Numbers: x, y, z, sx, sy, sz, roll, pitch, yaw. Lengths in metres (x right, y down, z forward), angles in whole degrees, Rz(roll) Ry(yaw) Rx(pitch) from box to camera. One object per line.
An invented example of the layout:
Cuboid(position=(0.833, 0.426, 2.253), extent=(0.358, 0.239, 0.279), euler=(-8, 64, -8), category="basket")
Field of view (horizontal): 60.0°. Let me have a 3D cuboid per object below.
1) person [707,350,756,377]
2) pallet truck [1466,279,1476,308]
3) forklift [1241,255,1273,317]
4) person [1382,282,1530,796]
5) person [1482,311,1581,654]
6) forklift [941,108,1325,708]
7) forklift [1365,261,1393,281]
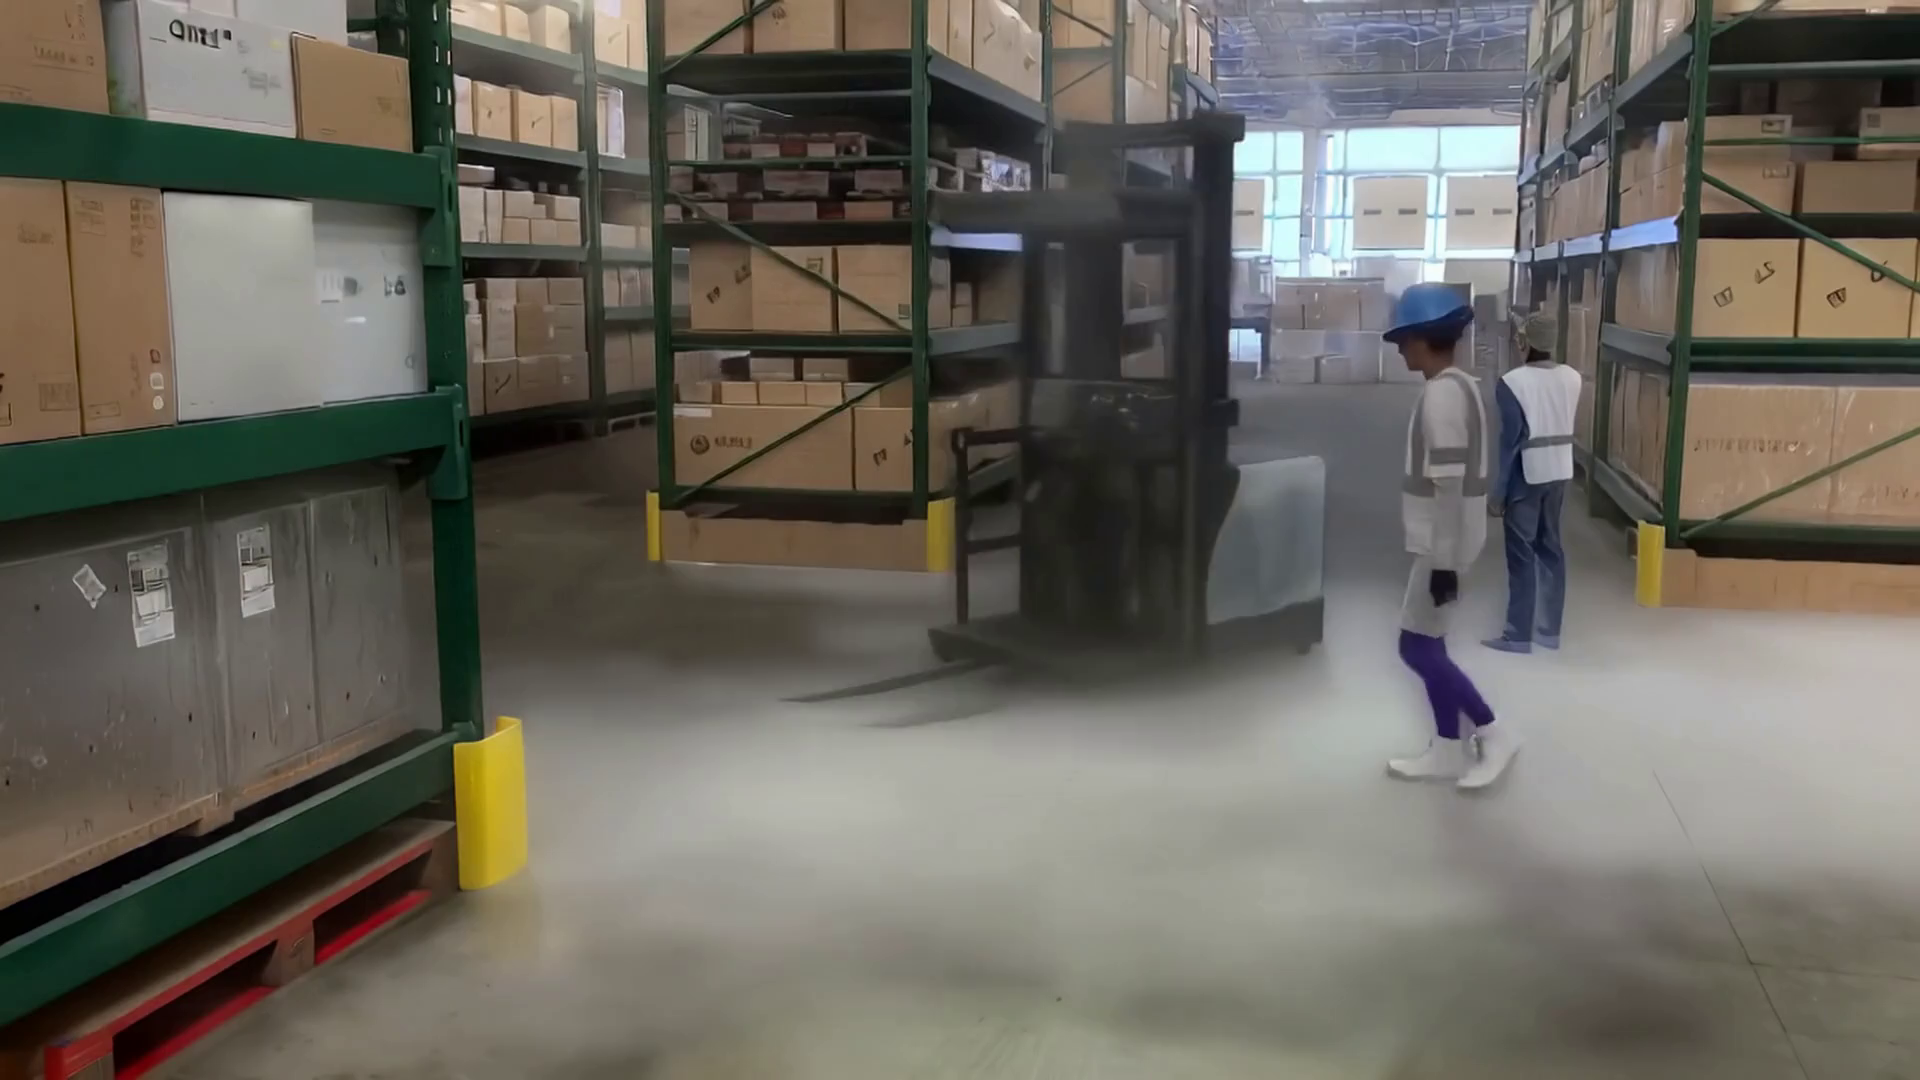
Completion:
Cuboid(position=(-2.140, -1.269, 15.799), extent=(0.534, 1.623, 0.370), euler=(2, 9, 13), category="person")
Cuboid(position=(18.896, -8.459, 60.307), extent=(1.885, 1.965, 0.823), euler=(5, 10, 31), category="pallet truck")
Cuboid(position=(10.551, -8.662, 58.805), extent=(1.129, 2.768, 1.873), euler=(2, 9, 15), category="forklift")
Cuboid(position=(1.906, 0.013, 6.456), extent=(0.594, 2.008, 0.645), euler=(3, 9, 17), category="person")
Cuboid(position=(3.101, -0.303, 8.971), extent=(0.570, 1.843, 0.372), euler=(-5, 10, -30), category="person")
Cuboid(position=(0.960, -0.744, 8.500), extent=(1.873, 2.768, 1.129), euler=(-8, 12, -43), category="forklift")
Cuboid(position=(14.133, -8.250, 56.187), extent=(1.129, 2.768, 1.873), euler=(3, 9, 19), category="forklift")
